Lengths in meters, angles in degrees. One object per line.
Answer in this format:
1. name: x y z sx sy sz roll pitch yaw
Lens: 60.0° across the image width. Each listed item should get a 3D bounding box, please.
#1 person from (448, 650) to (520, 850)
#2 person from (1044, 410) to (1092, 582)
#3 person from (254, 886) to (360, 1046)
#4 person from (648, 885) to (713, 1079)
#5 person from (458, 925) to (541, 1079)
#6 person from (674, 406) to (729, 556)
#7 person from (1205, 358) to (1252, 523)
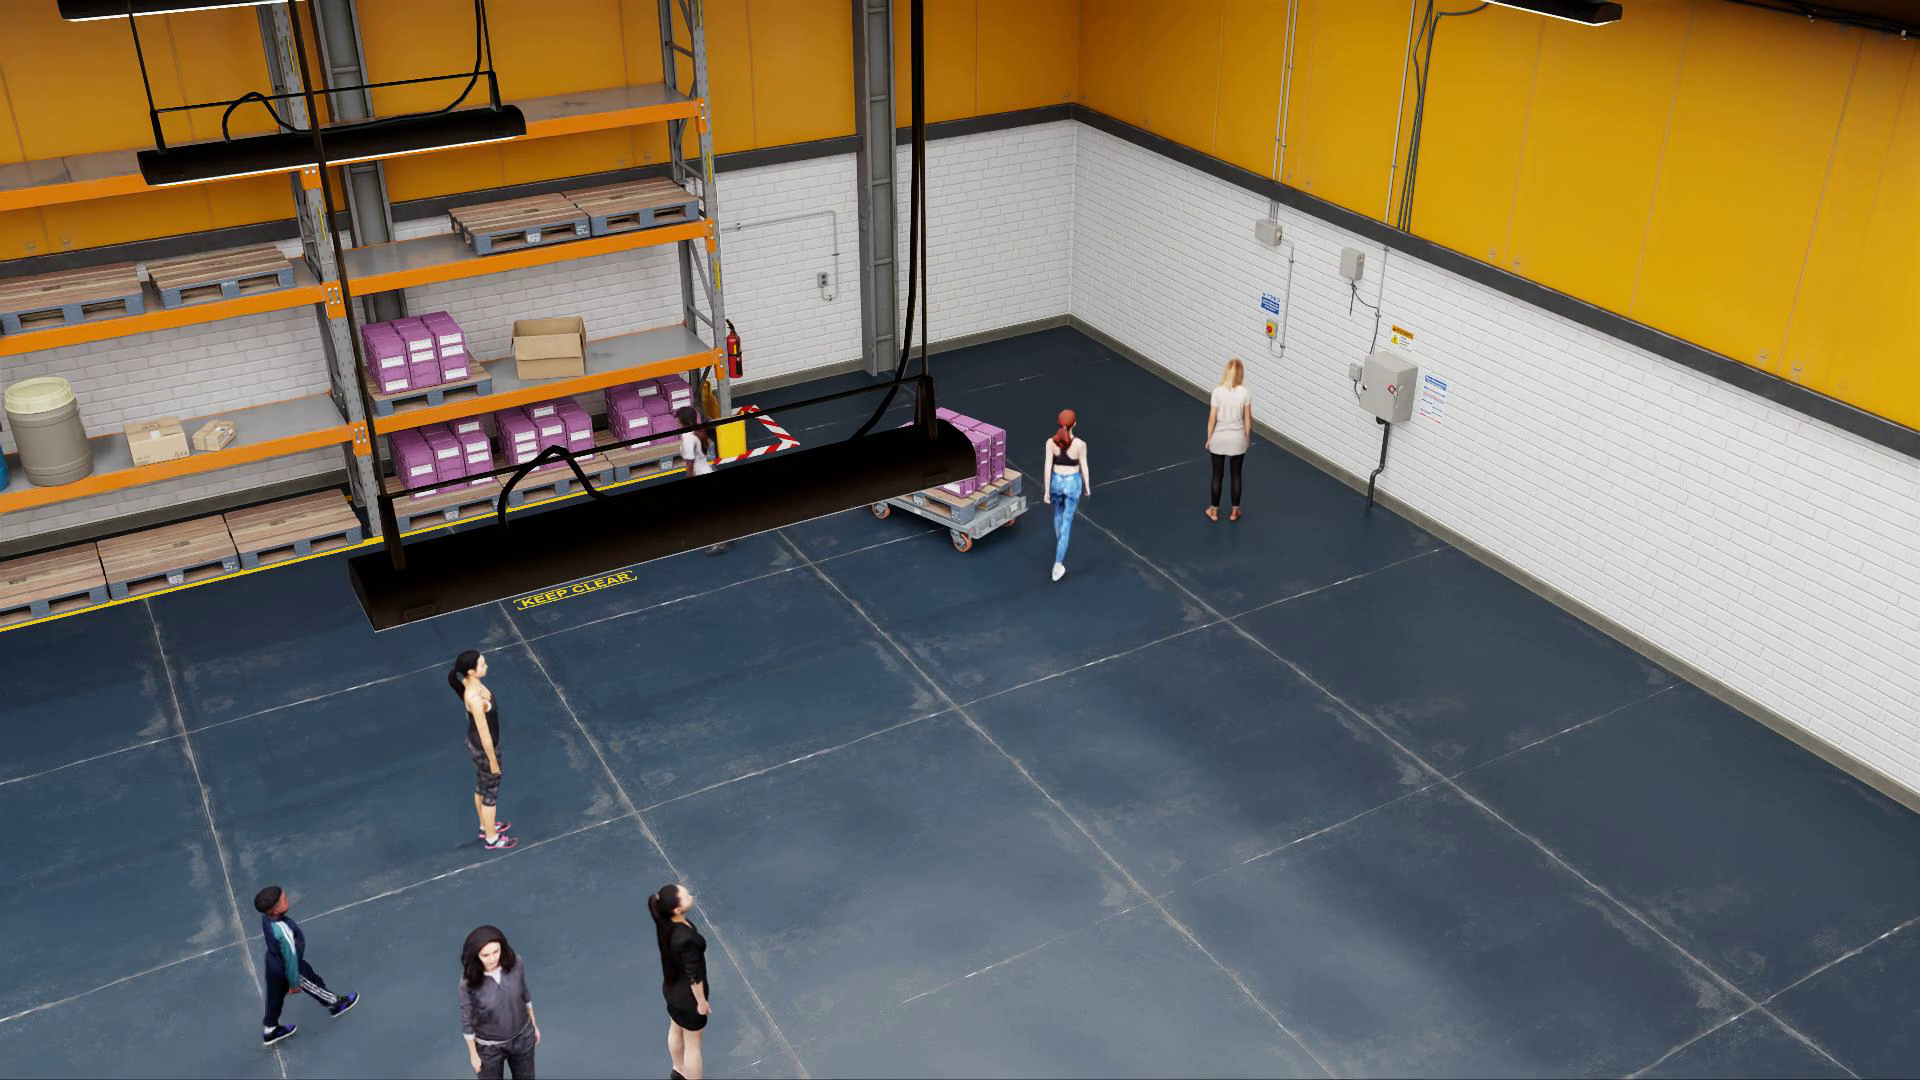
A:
1. person: -3.669 1.597 12.761 0.543 1.727 0.583 -13 31 -23
2. person: 1.021 -0.415 16.417 0.935 1.759 1.032 10 30 18
3. person: -4.522 2.830 11.027 0.922 1.223 0.645 -24 37 -37
4. person: -1.744 2.851 10.494 0.544 1.697 0.600 -18 33 -29
5. person: -2.783 3.022 10.111 0.504 1.763 0.694 -22 35 -34
6. person: -2.583 -0.604 16.831 0.763 1.693 0.722 3 29 5
7. person: 2.824 -1.047 17.506 0.646 1.825 0.755 1 29 2
